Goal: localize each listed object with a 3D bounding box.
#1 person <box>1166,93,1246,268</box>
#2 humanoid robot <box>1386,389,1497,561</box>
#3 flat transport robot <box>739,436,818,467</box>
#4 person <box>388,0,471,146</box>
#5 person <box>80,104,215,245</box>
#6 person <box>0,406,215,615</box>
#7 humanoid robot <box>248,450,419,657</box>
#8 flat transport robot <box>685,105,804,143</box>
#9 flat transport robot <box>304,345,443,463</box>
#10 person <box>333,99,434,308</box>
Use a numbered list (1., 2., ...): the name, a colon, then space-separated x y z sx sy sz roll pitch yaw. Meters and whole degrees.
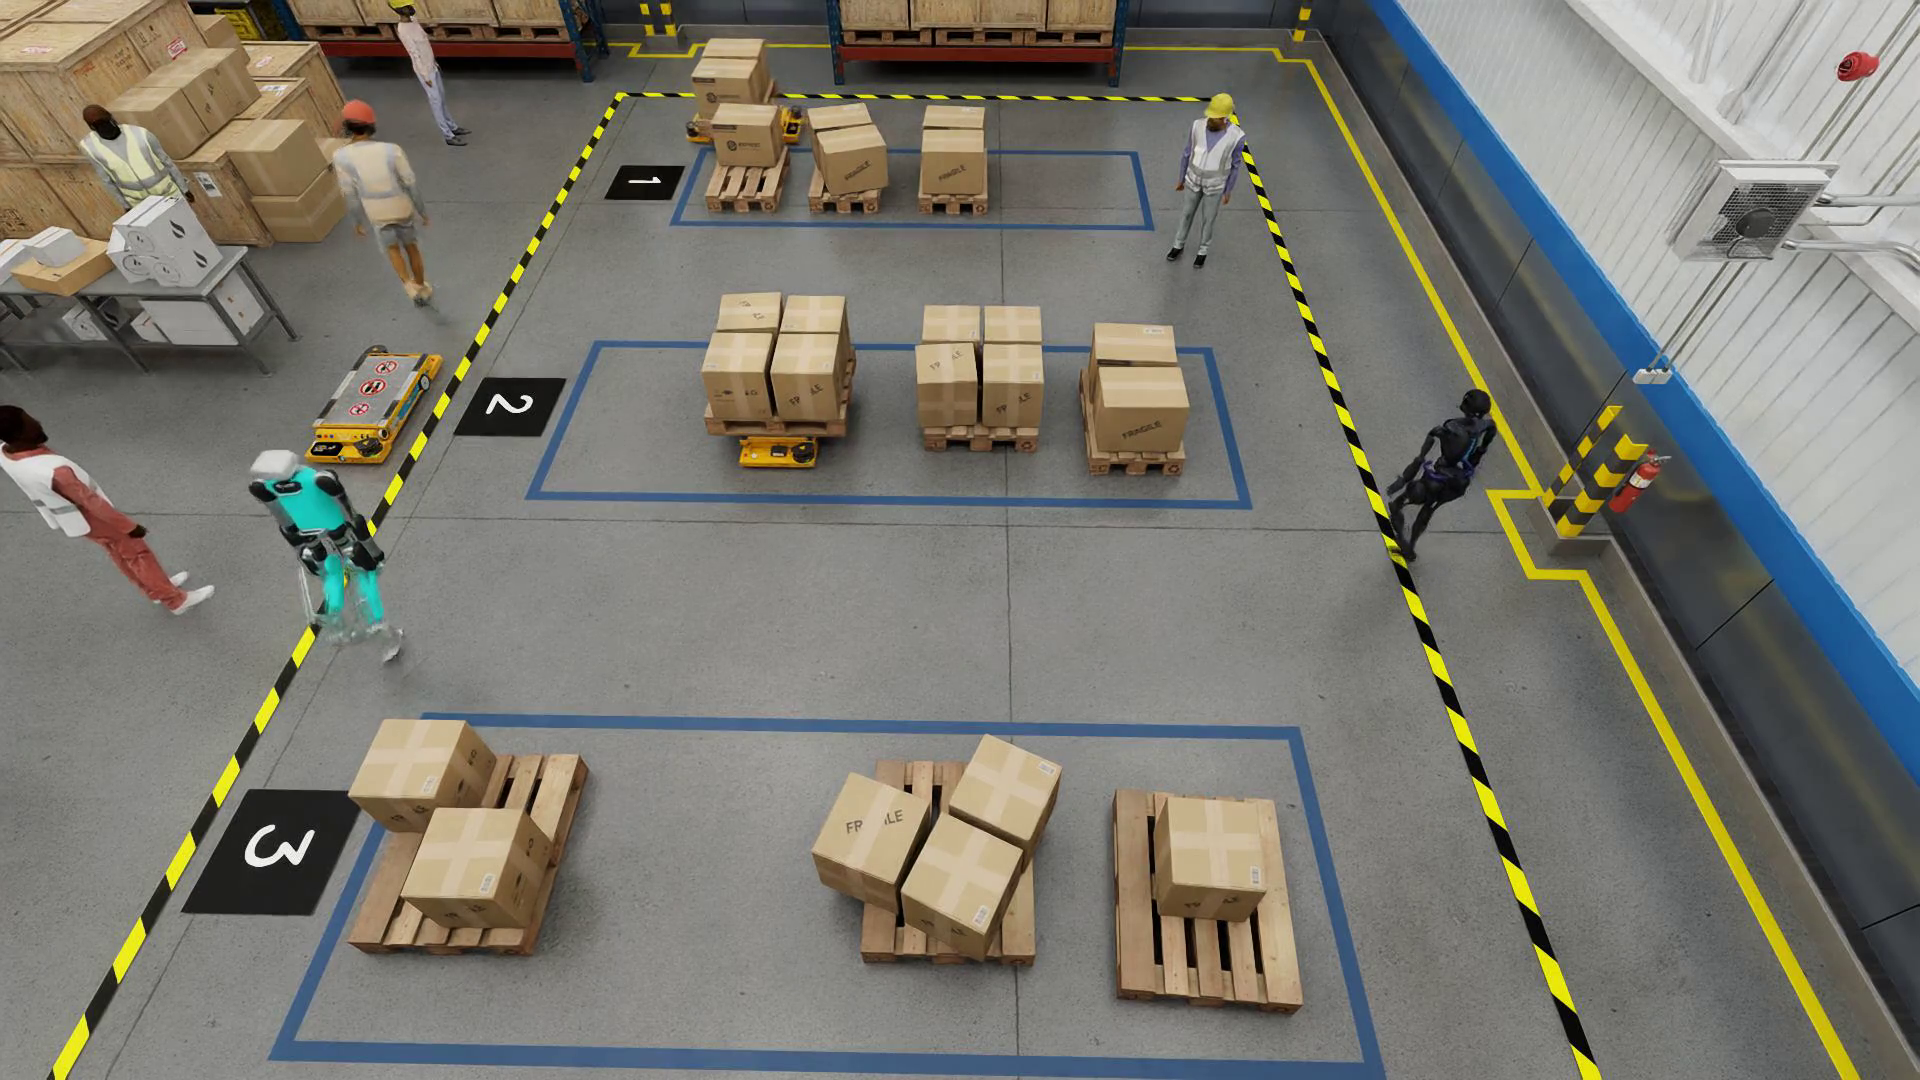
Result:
1. person: 2.533 -3.689 9.465 0.598 1.827 0.403 24 54 19
2. humanoid robot: 3.558 -0.449 6.820 0.601 1.642 0.358 -6 50 -5
3. flat transport robot: -1.582 -1.235 8.394 0.652 0.197 1.431 1 50 1
4. person: -6.543 -5.796 11.288 0.304 1.772 0.524 -7 50 -6
5. person: -8.151 -3.475 9.278 0.633 1.839 0.429 -28 55 -22
6. person: -6.076 -0.155 6.427 0.587 1.908 0.396 18 52 15
7. humanoid robot: -4.228 0.274 6.222 0.555 1.851 0.780 -4 50 -3
8. flat transport robot: -2.805 -5.438 11.950 1.431 0.197 0.652 1 50 1
9. flat transport robot: -5.383 -1.269 8.441 0.659 0.231 1.431 1 50 1
10. person: -5.533 -3.176 8.925 0.696 1.991 0.688 -18 52 -15
